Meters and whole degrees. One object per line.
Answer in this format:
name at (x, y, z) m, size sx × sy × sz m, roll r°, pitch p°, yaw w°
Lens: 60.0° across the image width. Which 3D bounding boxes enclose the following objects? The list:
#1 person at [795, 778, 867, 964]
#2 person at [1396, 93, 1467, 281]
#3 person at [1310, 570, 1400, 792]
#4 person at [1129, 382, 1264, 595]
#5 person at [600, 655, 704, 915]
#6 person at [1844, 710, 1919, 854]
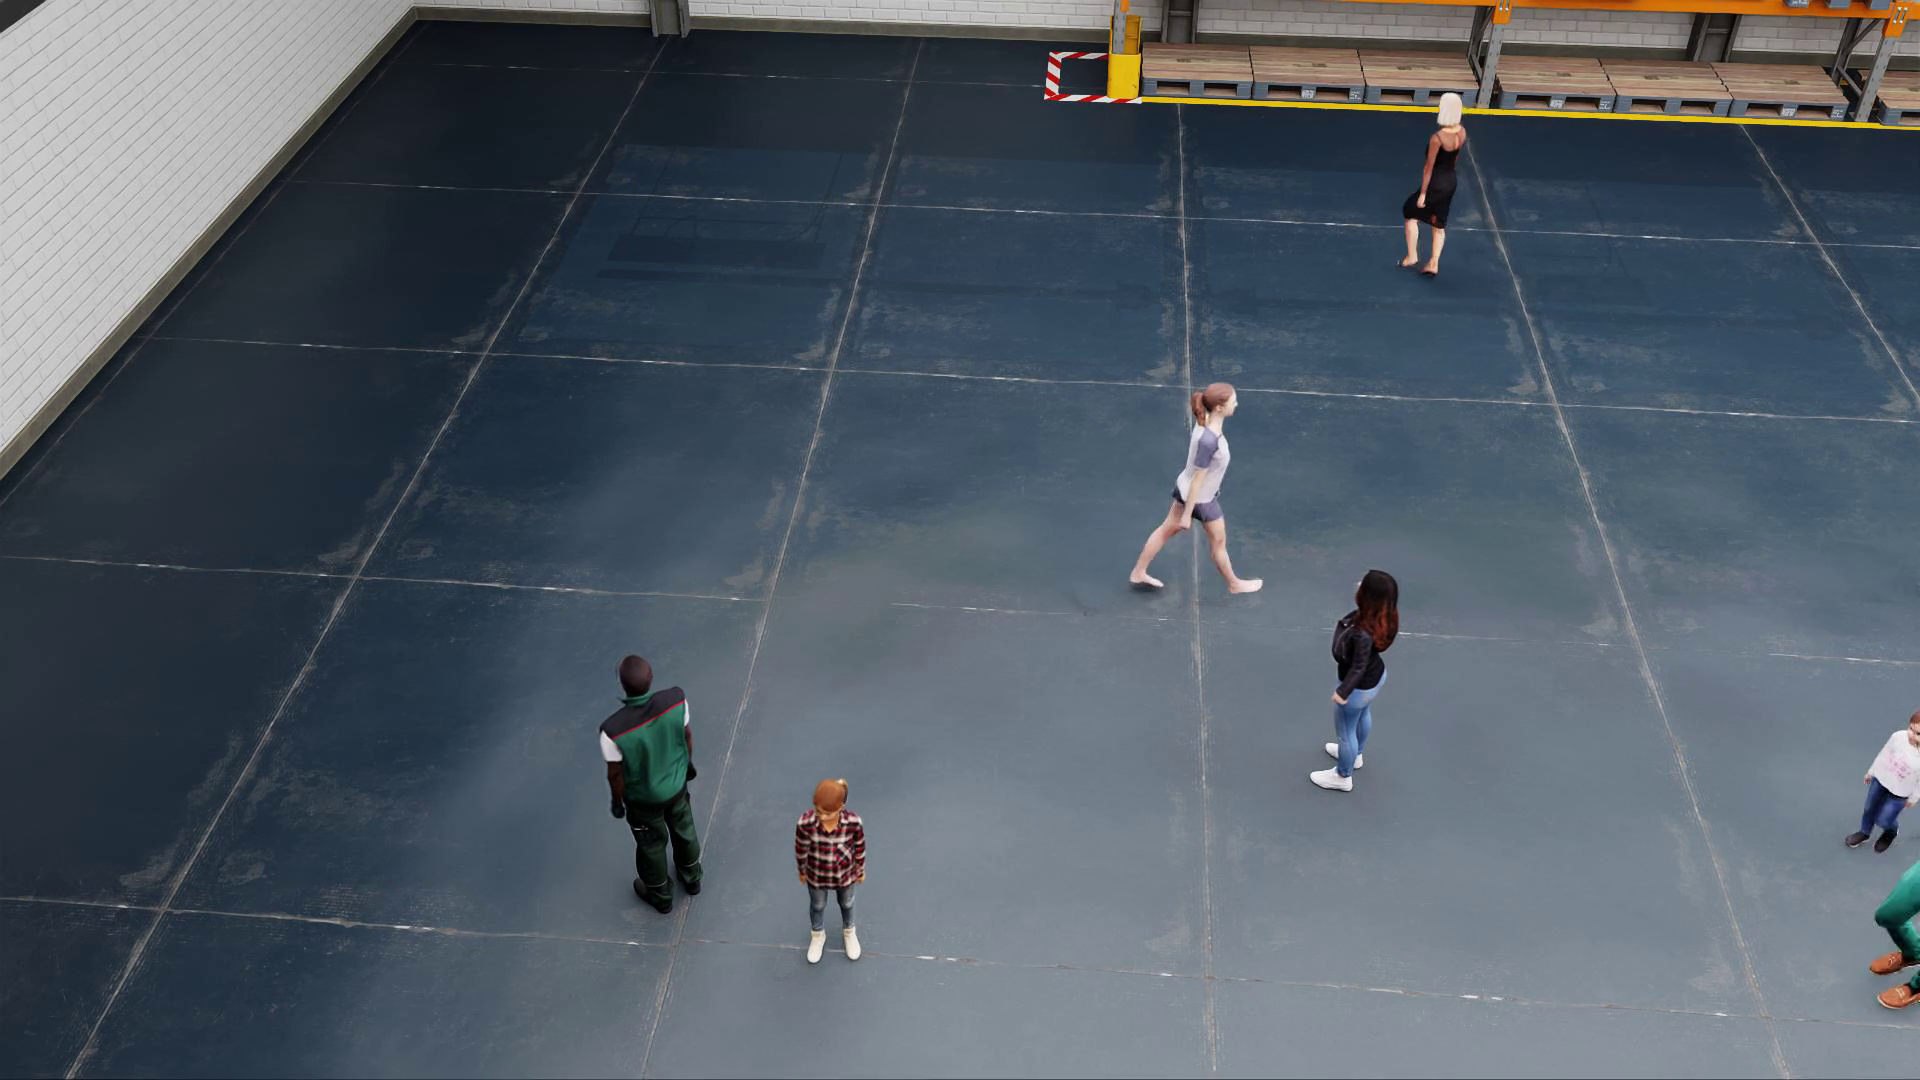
person at (-0.697, 1.761, 8.998) m, size 0.480 × 1.307 × 0.613 m, roll -2°, pitch 39°, yaw -2°
person at (4.272, -3.072, 14.709) m, size 0.756 × 1.731 × 0.826 m, roll -21°, pitch 43°, yaw -24°
person at (2.379, 0.821, 9.914) m, size 0.706 × 1.632 × 0.710 m, roll 21°, pitch 43°, yaw 24°
person at (1.522, -0.295, 11.250) m, size 1.155 × 1.709 × 0.615 m, roll 1°, pitch 39°, yaw 1°
person at (-1.670, 1.337, 9.102) m, size 0.776 × 1.840 × 0.838 m, roll -27°, pitch 46°, yaw -30°
person at (5.456, 1.385, 9.632) m, size 0.584 × 1.102 × 0.533 m, roll -15°, pitch 41°, yaw -18°
